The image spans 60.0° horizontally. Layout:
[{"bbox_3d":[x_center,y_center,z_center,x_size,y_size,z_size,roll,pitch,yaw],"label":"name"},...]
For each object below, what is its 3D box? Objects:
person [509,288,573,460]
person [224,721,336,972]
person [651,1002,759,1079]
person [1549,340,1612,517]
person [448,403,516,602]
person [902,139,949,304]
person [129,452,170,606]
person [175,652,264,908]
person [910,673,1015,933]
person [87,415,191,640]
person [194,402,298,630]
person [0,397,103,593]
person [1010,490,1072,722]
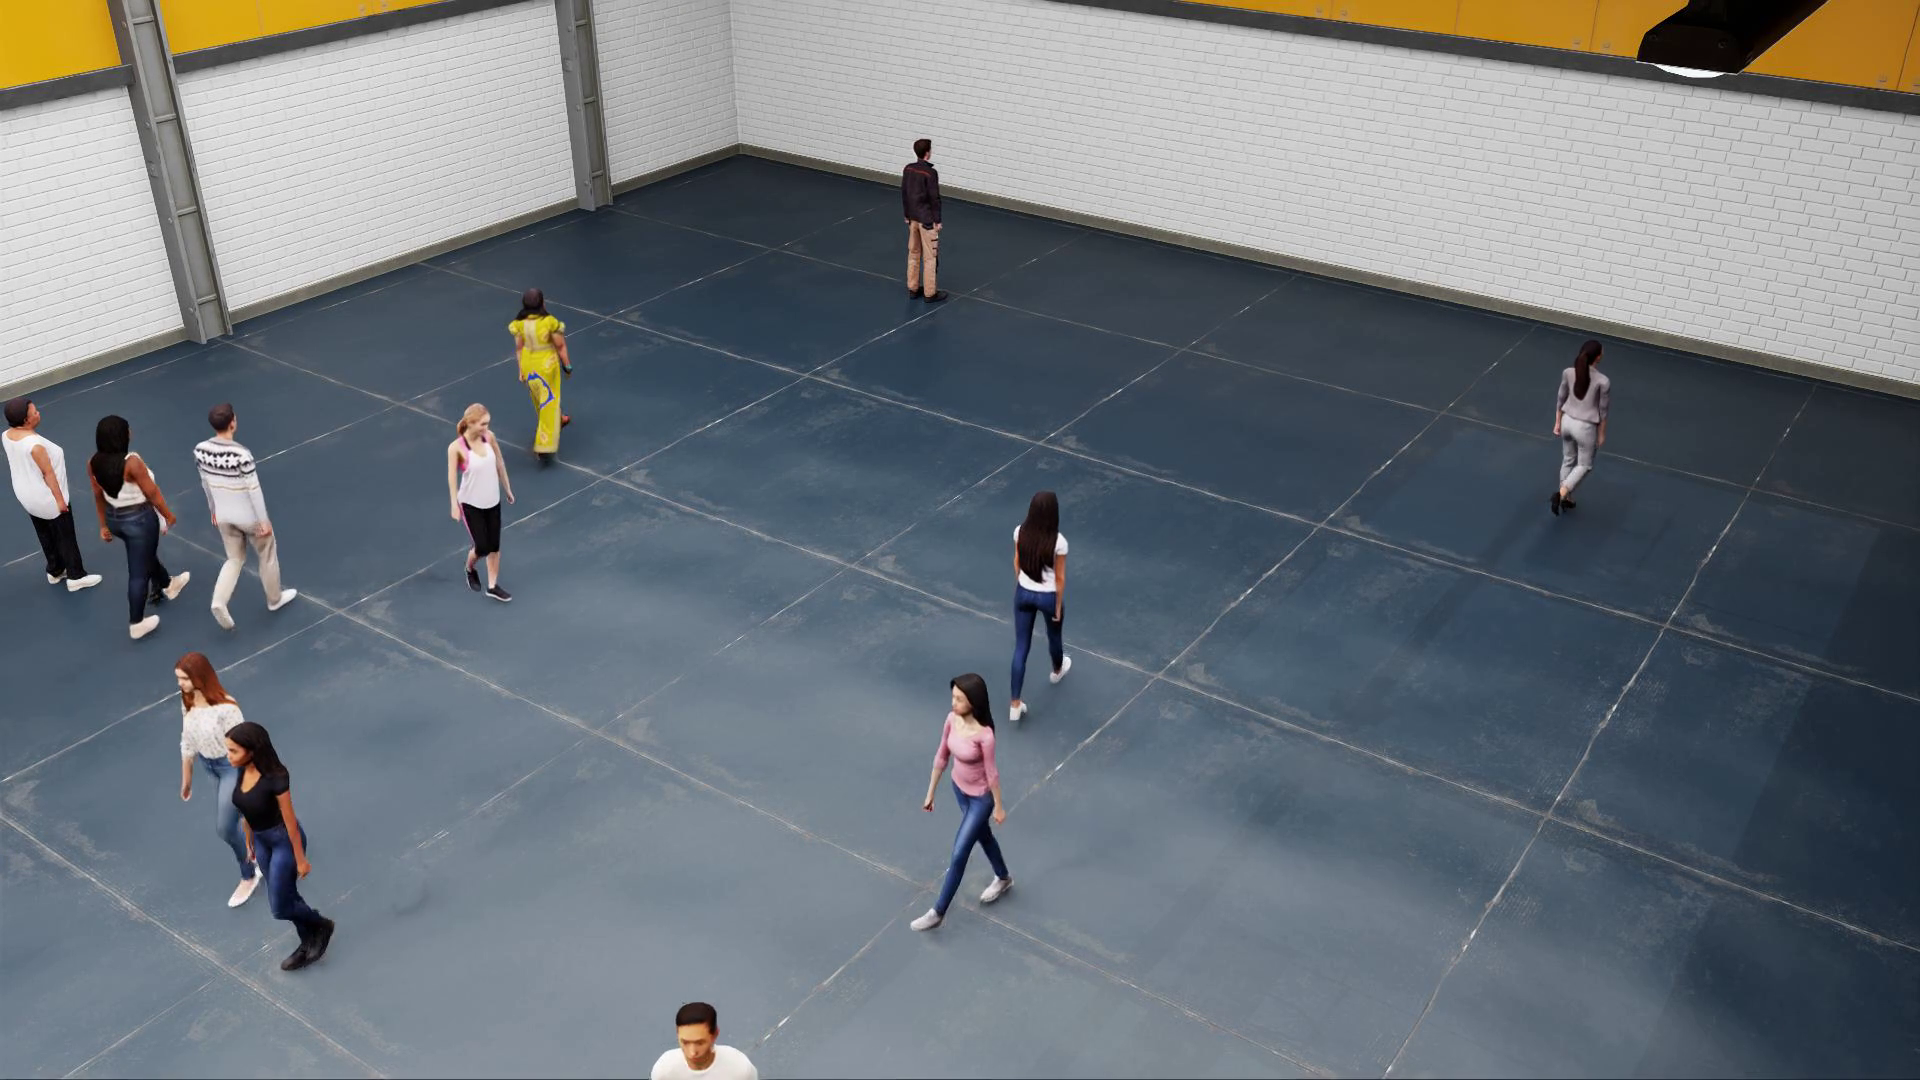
[{"bbox_3d":[-3.997,-1.550,15.841,1.069,1.600,1.354,5,29,9],"label":"person"},{"bbox_3d":[-3.879,1.750,9.661,0.567,1.724,0.592,18,34,30],"label":"person"},{"bbox_3d":[-1.119,2.782,7.735,1.100,1.758,1.212,-2,29,-4],"label":"person"},{"bbox_3d":[5.417,-0.938,14.653,0.894,1.663,0.743,-23,36,-36],"label":"person"},{"bbox_3d":[-3.923,-0.320,13.417,0.716,1.762,0.652,20,34,32],"label":"person"},{"bbox_3d":[-0.437,-3.767,19.567,0.714,1.924,0.598,22,35,34],"label":"person"},{"bbox_3d":[-6.658,-0.158,13.640,0.690,1.263,0.810,3,29,5],"label":"person"},{"bbox_3d":[-4.479,1.384,10.348,0.596,1.710,0.746,15,32,26],"label":"person"},{"bbox_3d":[0.149,1.525,10.087,1.132,1.711,0.827,-21,35,-33],"label":"person"},{"bbox_3d":[-6.496,-0.061,12.927,0.793,1.776,1.114,11,30,19],"label":"person"},{"bbox_3d":[-5.699,-0.157,13.049,0.897,1.828,1.101,8,30,14],"label":"person"},{"bbox_3d":[-7.488,-0.392,13.627,0.654,1.688,0.593,17,33,28],"label":"person"},{"bbox_3d":[0.517,0.492,11.956,0.760,1.735,1.181,13,31,22],"label":"person"}]
